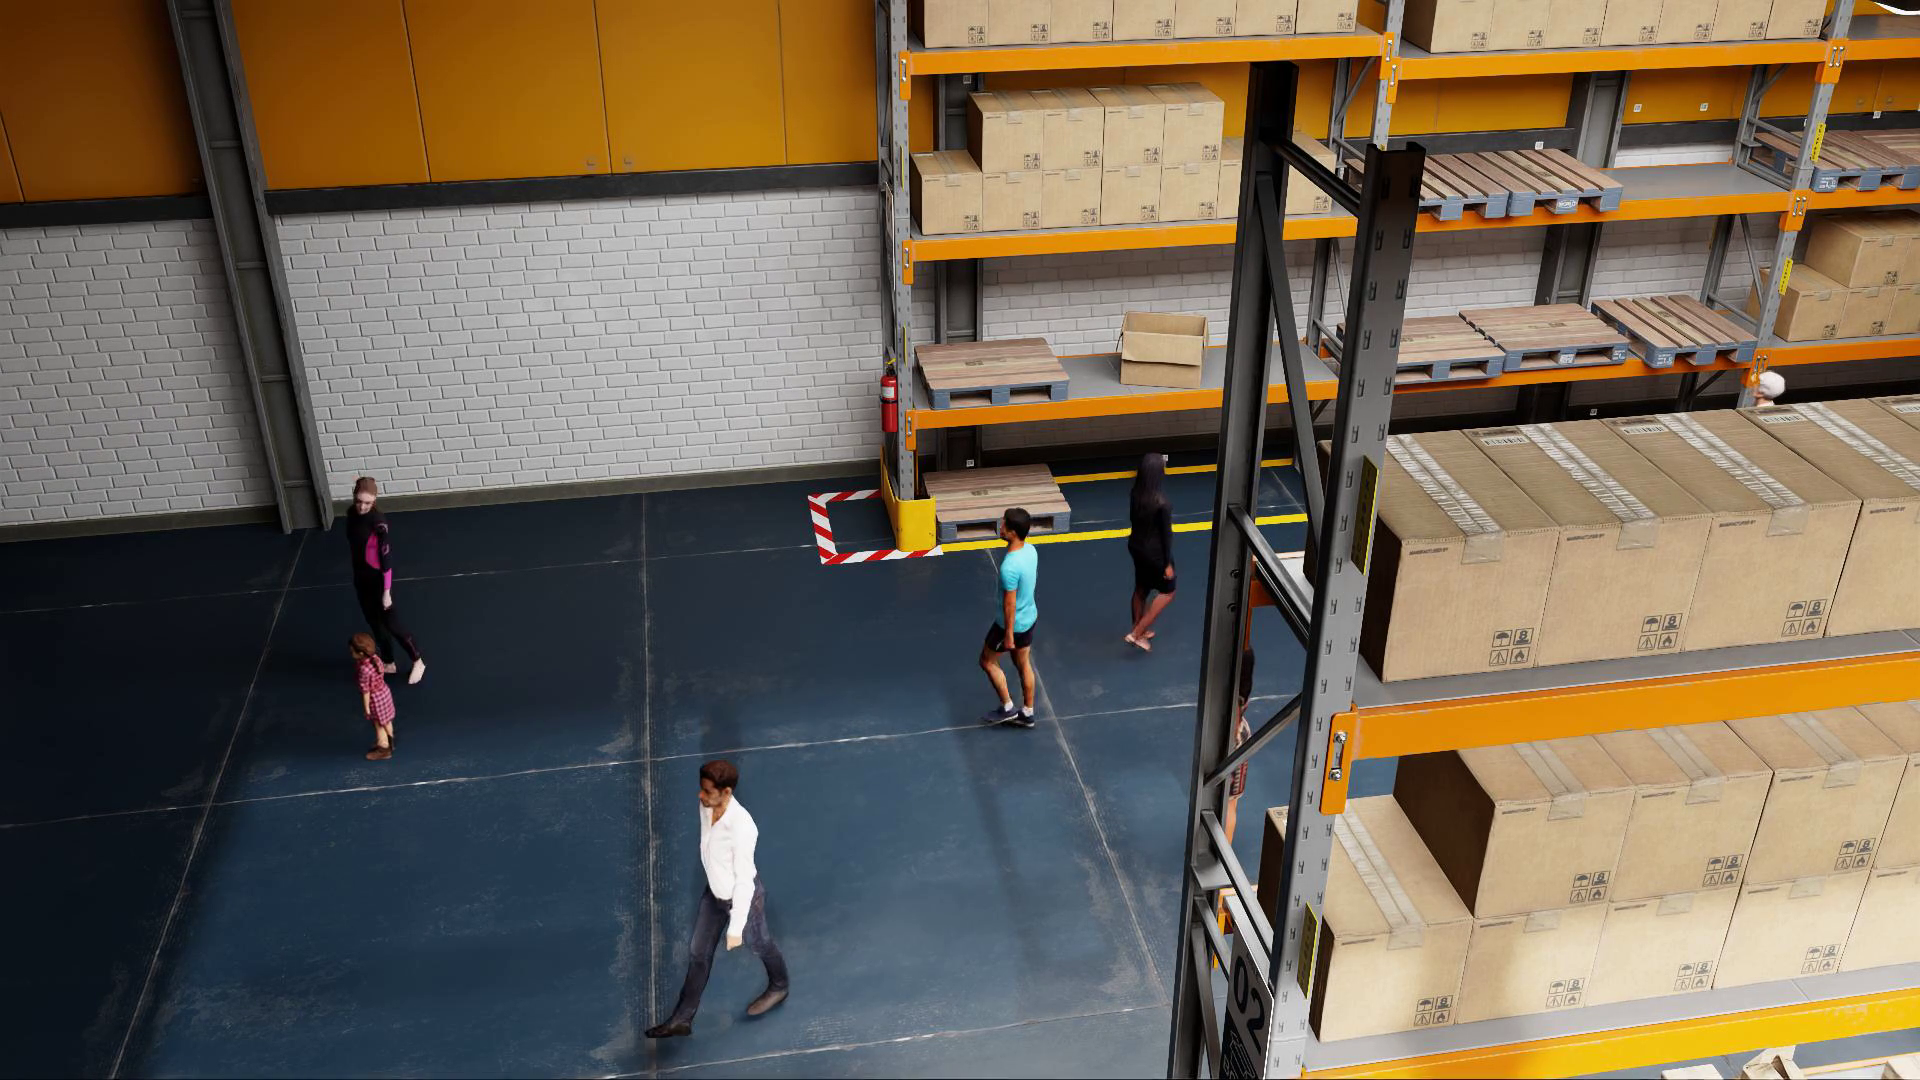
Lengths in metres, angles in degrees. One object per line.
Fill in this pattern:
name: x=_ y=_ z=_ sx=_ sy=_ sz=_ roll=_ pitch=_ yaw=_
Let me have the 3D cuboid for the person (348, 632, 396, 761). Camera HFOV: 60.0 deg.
person: x=-4.150 y=1.098 z=11.786 sx=0.503 sy=1.022 sz=0.470 roll=3 pitch=29 yaw=5

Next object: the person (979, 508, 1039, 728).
person: x=0.479 y=0.603 z=11.922 sx=0.796 sy=1.761 sz=0.768 roll=11 pitch=31 yaw=20

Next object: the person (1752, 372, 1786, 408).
person: x=6.702 y=-0.609 z=14.149 sx=0.745 sy=1.756 sz=0.707 roll=16 pitch=32 yaw=26

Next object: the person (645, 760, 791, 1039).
person: x=-1.187 y=1.973 z=9.330 sx=1.240 sy=1.837 sz=1.054 roll=-22 pitch=35 yaw=-34

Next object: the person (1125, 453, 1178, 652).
person: x=1.432 y=0.134 z=12.830 sx=0.766 sy=1.714 sz=0.751 roll=-19 pitch=34 yaw=-31

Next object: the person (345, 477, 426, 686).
person: x=-4.427 y=0.295 z=12.524 sx=0.804 sy=1.724 sz=0.757 roll=-20 pitch=34 yaw=-32
